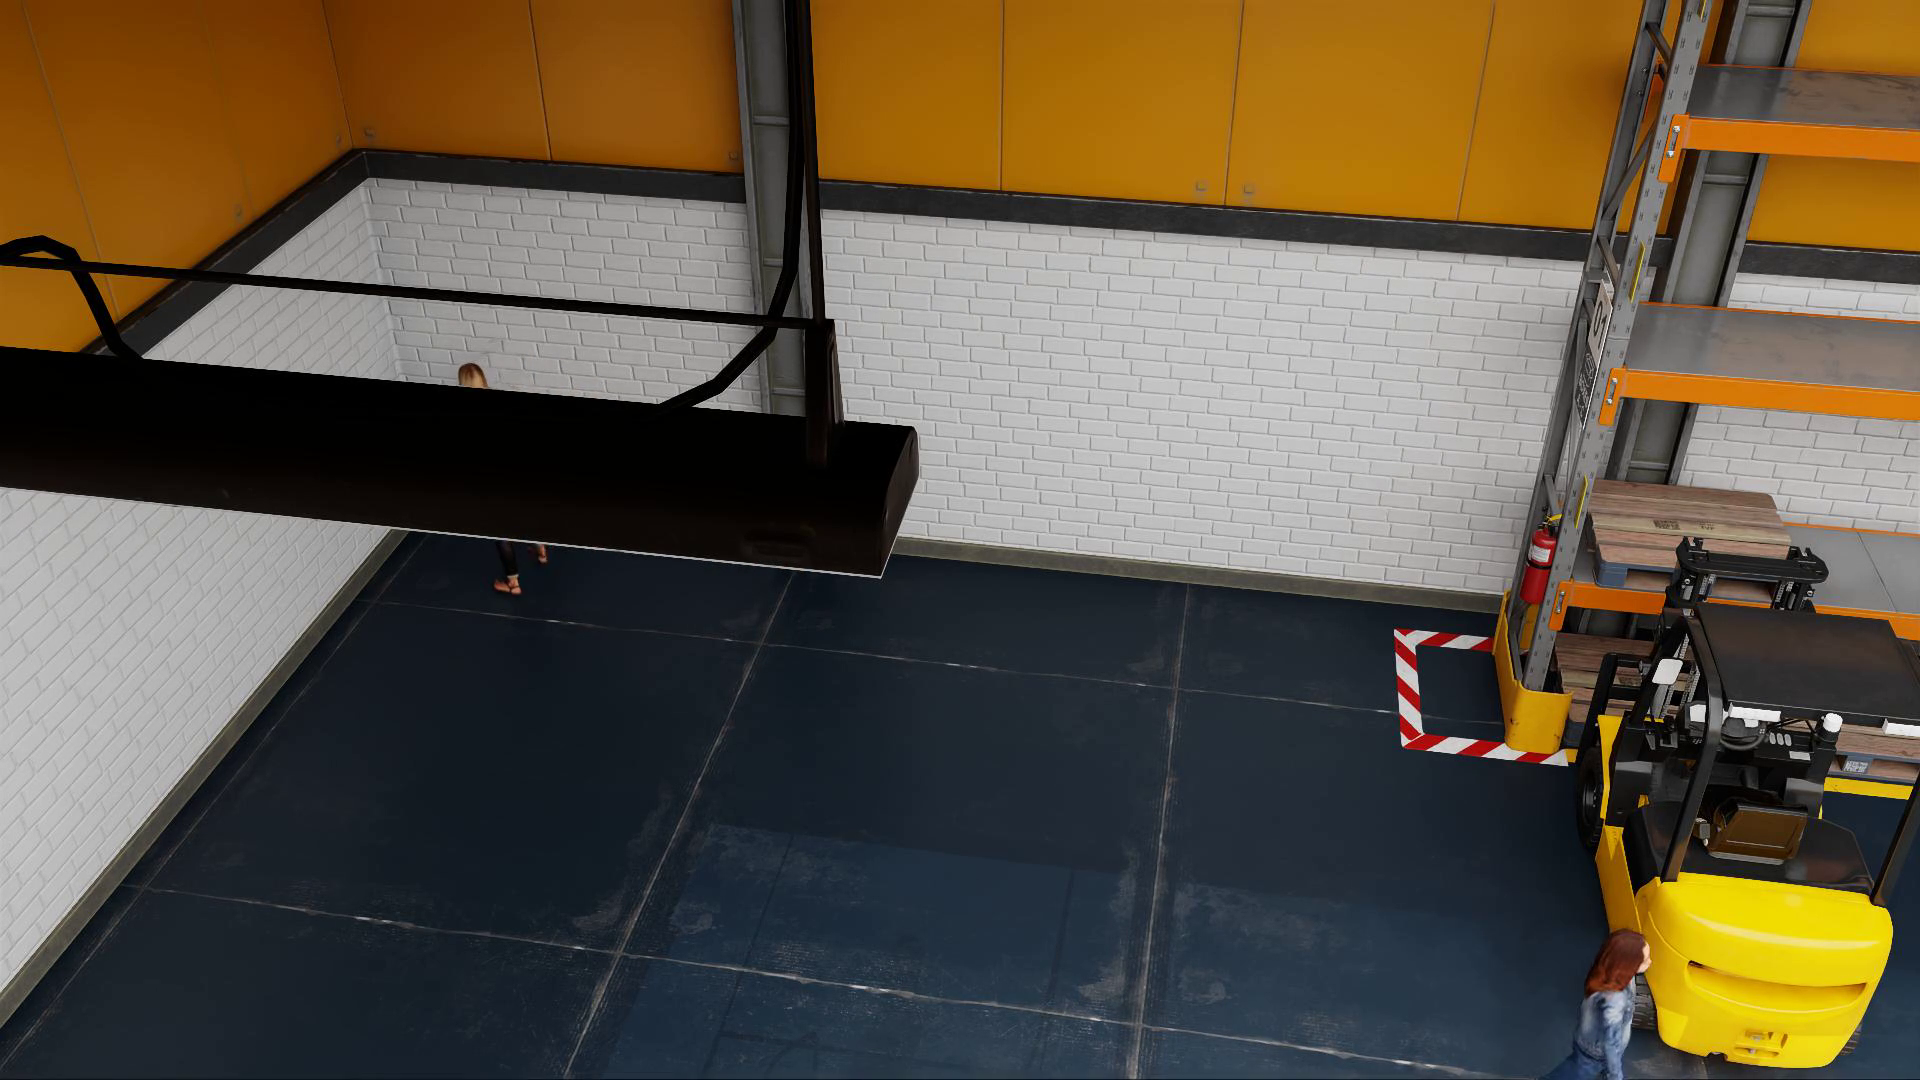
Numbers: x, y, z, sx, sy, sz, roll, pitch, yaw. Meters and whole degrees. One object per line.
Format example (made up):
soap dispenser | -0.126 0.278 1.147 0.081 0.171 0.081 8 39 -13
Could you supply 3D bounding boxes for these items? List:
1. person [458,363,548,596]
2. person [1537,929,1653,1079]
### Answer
person | -3.376 -0.455 12.227 0.812 1.805 0.841 22 39 29
person | 3.054 2.449 8.185 1.031 1.443 0.719 12 36 18
